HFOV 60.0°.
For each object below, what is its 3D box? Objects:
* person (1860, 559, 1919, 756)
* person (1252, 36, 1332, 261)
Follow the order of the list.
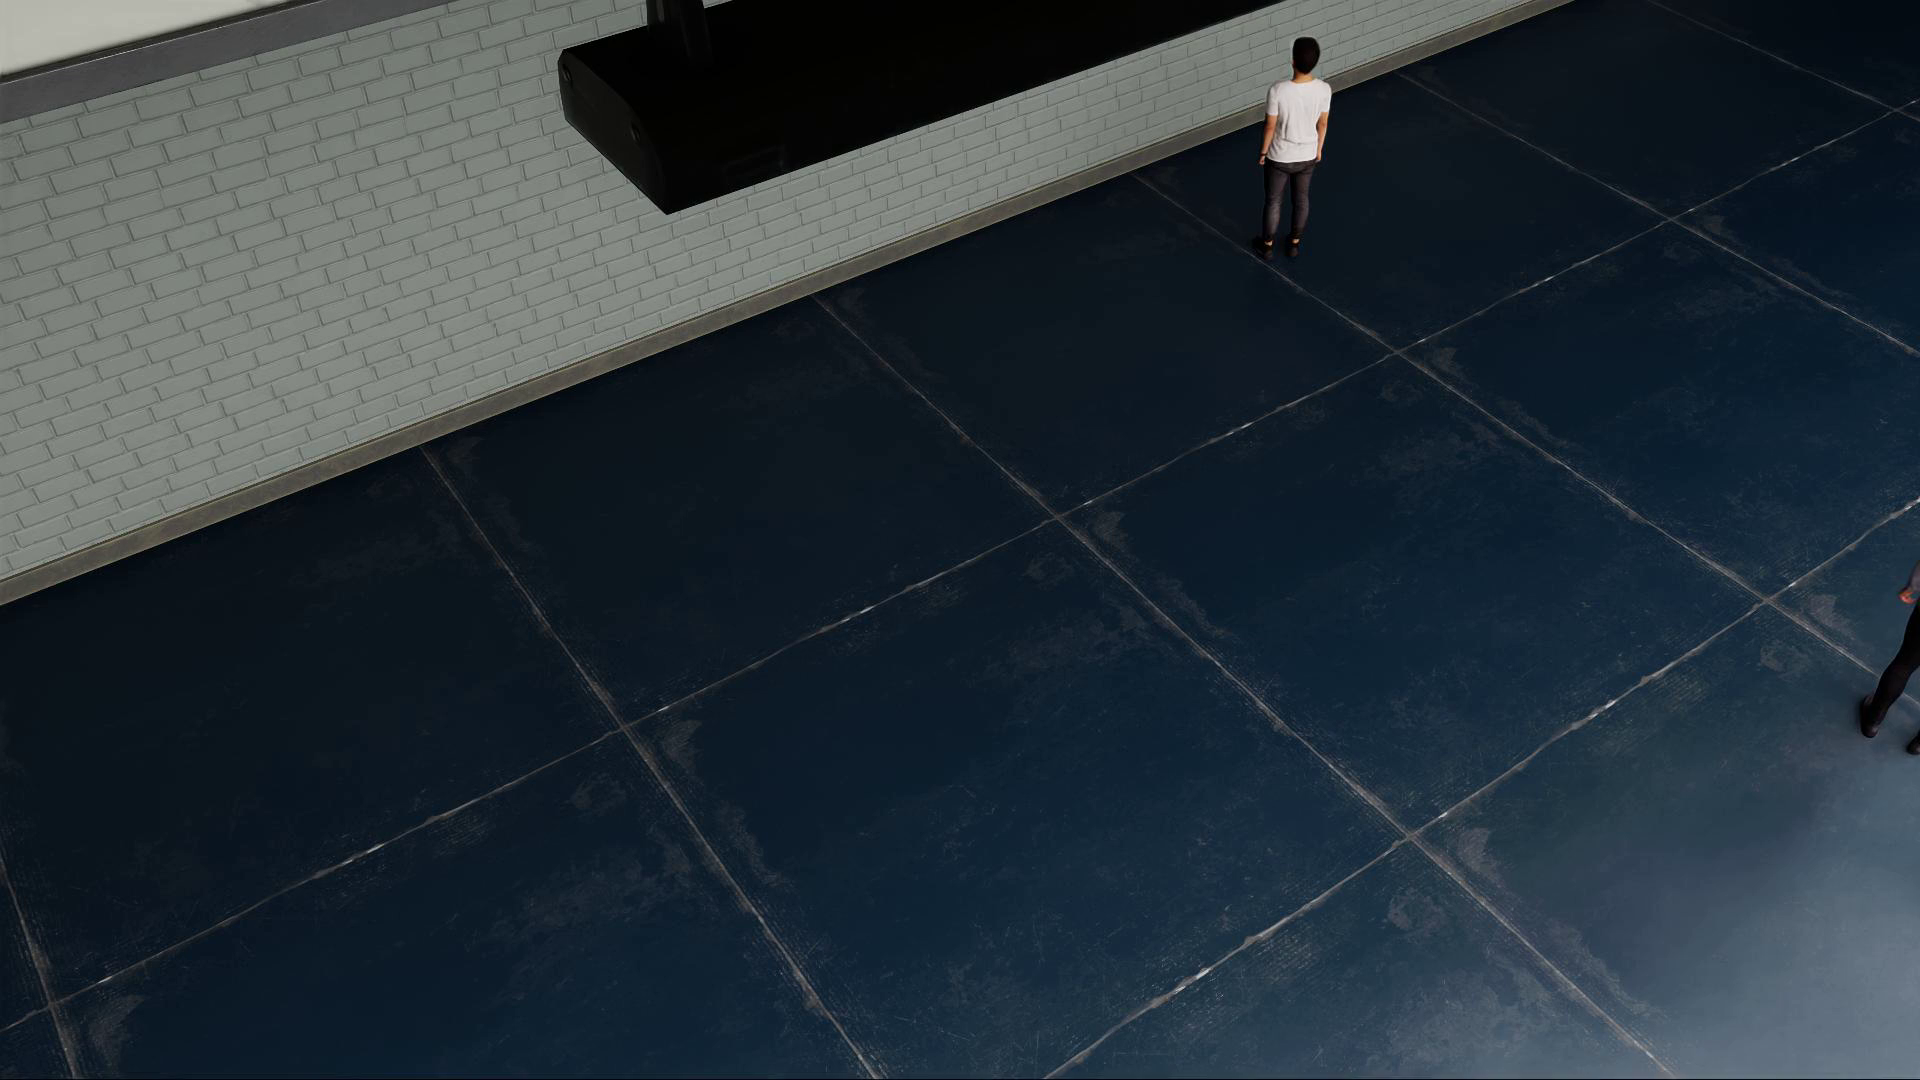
[{"bbox_3d":[5.095,0.359,8.448,0.676,1.921,0.864,29,50,28],"label":"person"},{"bbox_3d":[2.392,-2.817,11.996,0.704,1.722,0.704,-4,43,-4],"label":"person"}]
